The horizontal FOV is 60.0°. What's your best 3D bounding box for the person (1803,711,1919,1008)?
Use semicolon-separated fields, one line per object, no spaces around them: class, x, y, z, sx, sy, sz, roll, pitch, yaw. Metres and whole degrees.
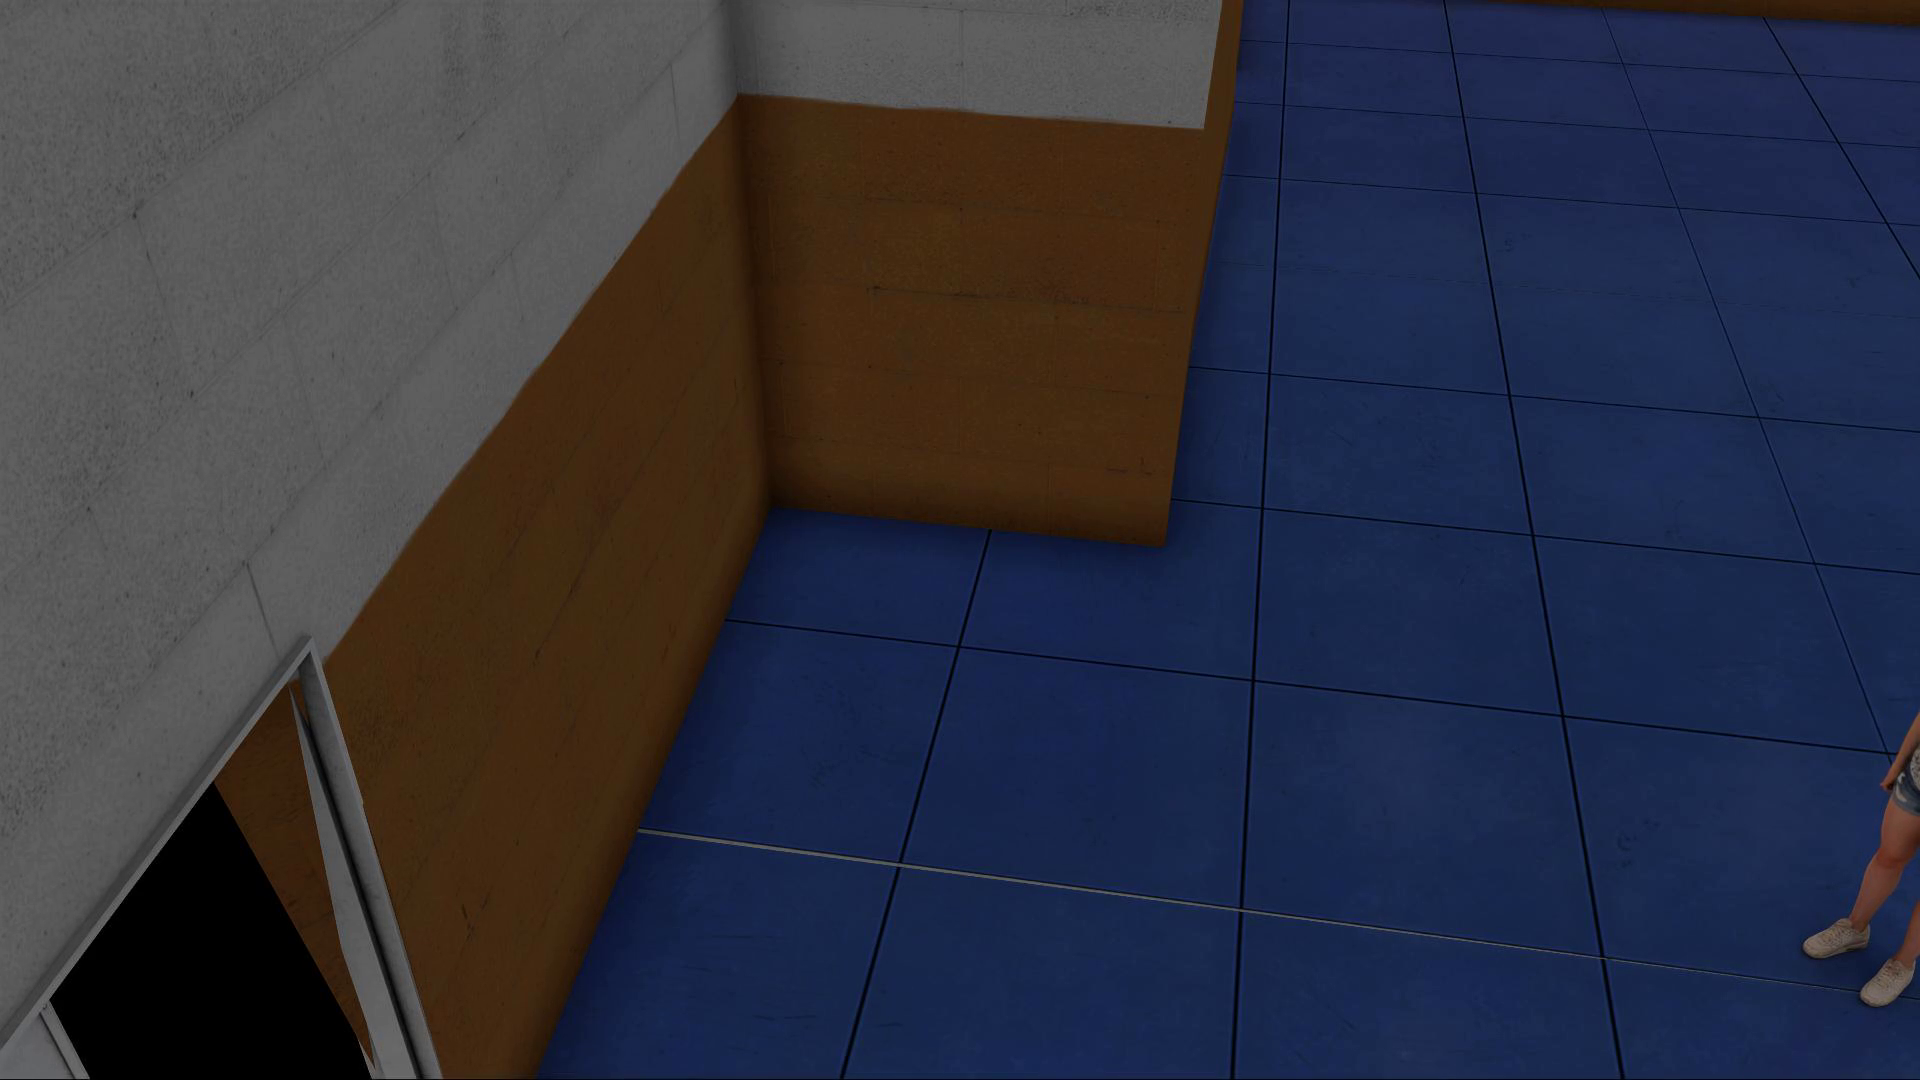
person;3.355;0.875;5.620;0.691;1.759;0.653;-17;40;-21
